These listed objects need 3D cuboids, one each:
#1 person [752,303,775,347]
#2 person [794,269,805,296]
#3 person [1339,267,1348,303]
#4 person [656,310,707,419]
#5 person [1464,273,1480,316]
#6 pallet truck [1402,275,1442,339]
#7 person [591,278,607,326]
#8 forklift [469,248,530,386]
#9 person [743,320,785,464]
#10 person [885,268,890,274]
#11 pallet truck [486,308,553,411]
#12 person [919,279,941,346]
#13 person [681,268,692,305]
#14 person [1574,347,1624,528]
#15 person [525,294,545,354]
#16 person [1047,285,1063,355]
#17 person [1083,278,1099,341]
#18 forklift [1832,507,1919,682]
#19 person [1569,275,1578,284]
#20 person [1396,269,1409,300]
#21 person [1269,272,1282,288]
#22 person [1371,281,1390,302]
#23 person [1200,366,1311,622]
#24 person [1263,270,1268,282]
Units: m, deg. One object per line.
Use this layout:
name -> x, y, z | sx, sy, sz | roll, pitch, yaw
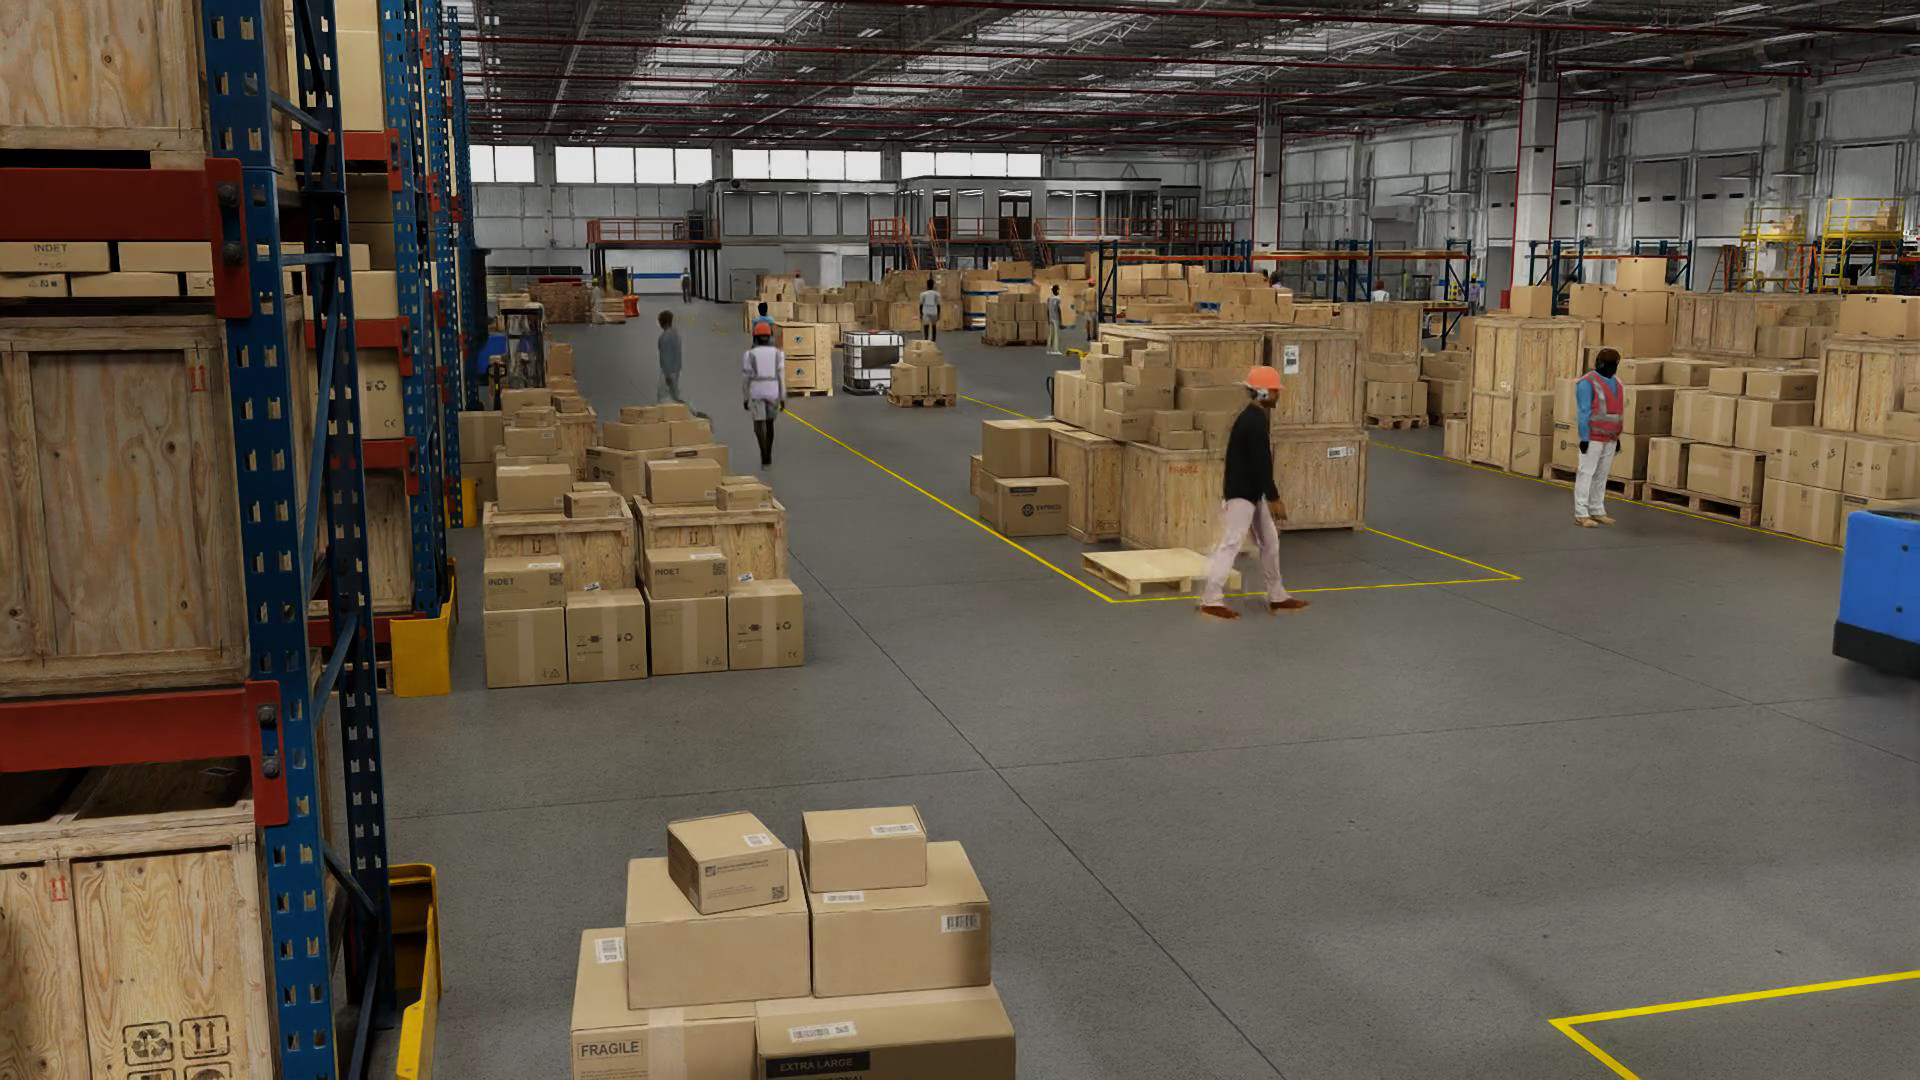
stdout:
person -> -4.112, -4.116, 34.831 | 0.532, 1.696, 0.319 | -7, 12, -36
person -> -6.552, -9.994, 67.451 | 0.609, 1.946, 1.070 | 9, 13, 41
person -> 17.877, -11.649, 76.926 | 0.986, 1.891, 0.636 | -3, 10, -15
person -> -4.351, -2.561, 25.443 | 0.833, 1.915, 0.636 | 2, 10, 10
person -> 18.362, -8.599, 59.606 | 0.584, 1.918, 0.408 | -1, 10, -8
pallet truck -> 14.620, -7.324, 52.145 | 0.823, 1.965, 1.885 | 8, 13, 40
person -> -13.153, -8.637, 60.317 | 0.574, 1.727, 0.499 | 0, 10, 1
forklift -> -9.720, -4.518, 33.754 | 1.873, 2.768, 1.129 | -3, 10, -15
person -> -2.541, -1.902, 21.703 | 0.549, 1.914, 0.725 | -3, 10, -17
person -> -3.305, -11.597, 76.665 | 0.355, 1.883, 0.574 | -2, 10, -12
pallet truck -> -6.242, -2.418, 24.362 | 0.823, 1.965, 1.885 | 1, 10, 3
person -> -0.868, -6.528, 47.824 | 0.643, 1.964, 0.698 | 1, 10, 6
person -> -13.349, -12.359, 81.206 | 0.520, 1.810, 0.826 | -3, 10, -17
person -> 6.567, -1.049, 17.054 | 0.619, 1.845, 0.430 | -7, 12, -34
person -> -11.431, -5.817, 44.733 | 0.538, 1.585, 0.851 | -2, 10, -12
person -> 2.517, -5.834, 44.117 | 0.332, 1.859, 0.532 | -9, 13, -40
person -> 4.040, -7.079, 51.049 | 0.548, 1.899, 0.923 | 2, 10, 12
forklift -> 7.013, -0.499, 10.996 | 1.873, 2.768, 1.129 | -3, 10, -15
person -> 23.543, -9.311, 63.982 | 0.644, 1.803, 0.902 | -7, 12, -36
person -> 21.051, -12.005, 79.144 | 0.631, 1.826, 0.604 | -2, 10, -13
person -> 10.601, -7.964, 55.647 | 0.844, 2.000, 0.689 | 5, 11, 25
person -> 12.133, -6.558, 48.135 | 0.577, 1.883, 0.356 | 3, 11, 19
person -> 2.298, -0.338, 12.697 | 0.967, 1.953, 0.604 | 2, 10, 9
person -> 13.081, -10.681, 71.583 | 1.054, 1.854, 0.592 | -3, 10, -17
